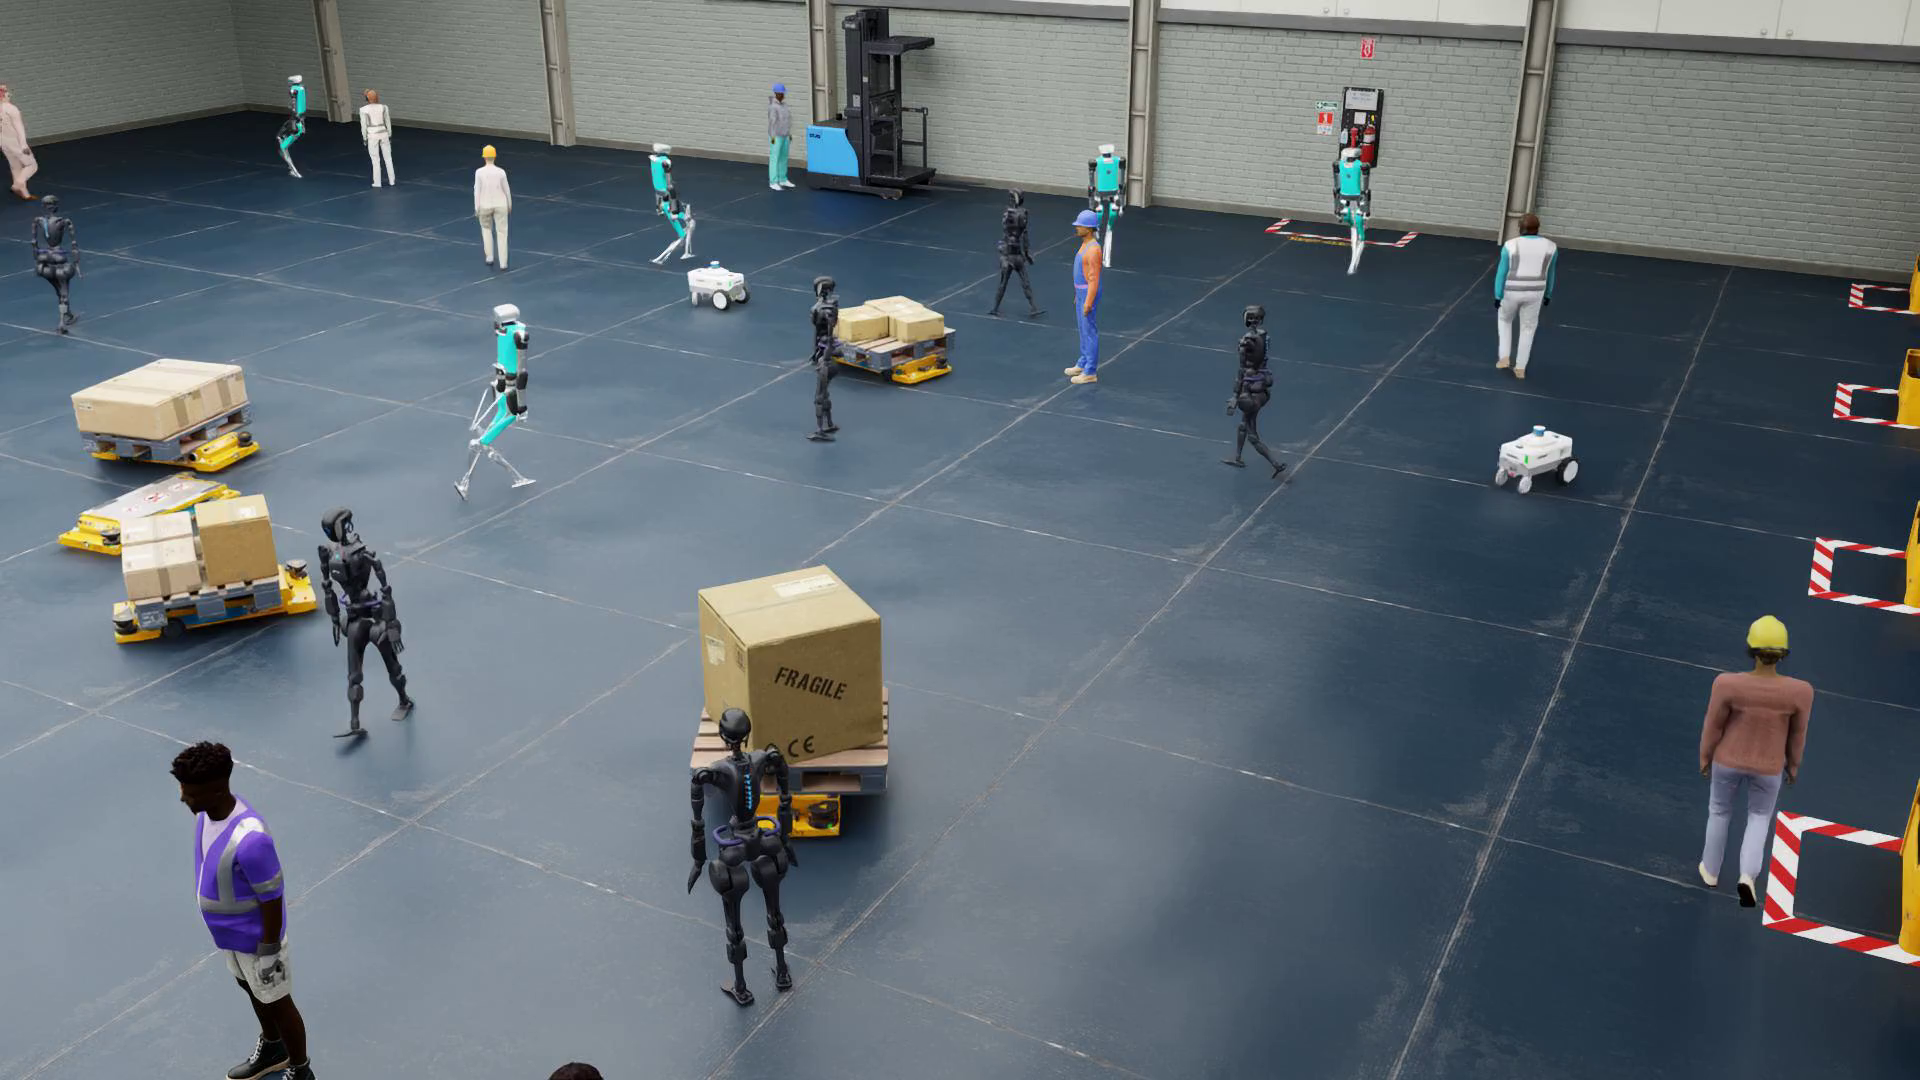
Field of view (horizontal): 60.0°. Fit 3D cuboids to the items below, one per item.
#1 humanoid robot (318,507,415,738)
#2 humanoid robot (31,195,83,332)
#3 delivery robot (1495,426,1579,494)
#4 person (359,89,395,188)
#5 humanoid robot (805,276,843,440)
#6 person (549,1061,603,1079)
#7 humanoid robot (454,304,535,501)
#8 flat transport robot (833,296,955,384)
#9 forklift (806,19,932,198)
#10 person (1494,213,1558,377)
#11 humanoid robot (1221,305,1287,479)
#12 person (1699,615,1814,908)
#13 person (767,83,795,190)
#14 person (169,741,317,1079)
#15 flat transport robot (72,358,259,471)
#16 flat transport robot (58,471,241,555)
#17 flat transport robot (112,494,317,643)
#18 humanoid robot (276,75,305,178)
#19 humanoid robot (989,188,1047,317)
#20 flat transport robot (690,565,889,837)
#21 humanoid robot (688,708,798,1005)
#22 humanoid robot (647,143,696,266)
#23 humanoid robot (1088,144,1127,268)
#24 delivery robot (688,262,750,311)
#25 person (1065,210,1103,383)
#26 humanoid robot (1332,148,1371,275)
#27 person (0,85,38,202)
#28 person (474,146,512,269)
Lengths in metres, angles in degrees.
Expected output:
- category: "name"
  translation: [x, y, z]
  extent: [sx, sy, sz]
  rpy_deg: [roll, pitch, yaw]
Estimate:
- category: "humanoid robot"
  translation: [-3.995, 0.547, 11.140]
  extent: [0.600, 1.632, 0.710]
  rpy_deg: [8, 25, 18]
- category: "humanoid robot"
  translation: [-11.021, -3.355, 20.240]
  extent: [0.590, 1.631, 0.758]
  rpy_deg: [1, 23, 2]
- category: "delivery robot"
  translation: [5.416, -0.778, 15.616]
  extent: [0.784, 0.599, 0.499]
  rpy_deg: [-15, 28, -31]
- category: "person"
  translation: [-9.933, -6.852, 28.369]
  extent: [0.514, 1.644, 0.307]
  rpy_deg: [-17, 29, -34]
- category: "humanoid robot"
  translation: [-1.397, -1.840, 16.653]
  extent: [0.409, 1.647, 0.602]
  rpy_deg: [-6, 24, -14]
- category: "person"
  translation: [-1.320, 2.634, 5.941]
  extent: [0.397, 1.919, 0.589]
  rpy_deg: [14, 27, 30]
- category: "humanoid robot"
  translation: [-4.355, -1.219, 15.170]
  extent: [0.937, 1.779, 0.548]
  rpy_deg: [-17, 29, -35]
- category: "flat transport robot"
  translation: [-0.833, -2.070, 18.981]
  extent: [1.431, 0.231, 0.659]
  rpy_deg: [20, 30, 39]
- category: "forklift"
  translation: [-1.573, -7.292, 27.850]
  extent: [1.873, 2.768, 1.129]
  rpy_deg: [12, 26, 25]
- category: "person"
  translation: [6.278, -2.740, 18.577]
  extent: [0.649, 1.820, 0.539]
  rpy_deg: [3, 23, 6]
- category: "humanoid robot"
  translation: [2.823, -1.395, 15.693]
  extent: [0.743, 1.646, 0.600]
  rpy_deg: [16, 28, 33]
- category: "person"
  translation: [4.428, 1.262, 9.344]
  extent: [0.534, 1.746, 0.526]
  rpy_deg: [9, 25, 20]
- category: "person"
  translation: [-3.052, -6.842, 28.200]
  extent: [0.368, 1.768, 0.545]
  rpy_deg: [13, 26, 27]
- category: "person"
  translation: [-3.360, 1.807, 7.810]
  extent: [0.361, 1.962, 0.612]
  rpy_deg: [-21, 31, -40]
- category: "flat transport robot"
  translation: [-7.710, -0.921, 16.306]
  extent: [1.431, 0.231, 0.659]
  rpy_deg: [7, 24, 15]
- category: "flat transport robot"
  translation: [-7.160, -0.246, 14.735]
  extent: [0.659, 0.231, 1.431]
  rpy_deg: [9, 25, 20]
- category: "flat transport robot"
  translation: [-5.872, 0.459, 13.094]
  extent: [1.431, 0.231, 0.659]
  rpy_deg: [-11, 26, -24]
- category: "humanoid robot"
  translation: [-11.785, -7.218, 29.114]
  extent: [0.820, 1.789, 0.597]
  rpy_deg: [-1, 23, -3]
- category: "humanoid robot"
  translation: [0.723, -3.557, 20.696]
  extent: [0.765, 1.625, 0.599]
  rpy_deg: [15, 28, 31]
- category: "flat transport robot"
  translation: [-1.063, 1.463, 10.756]
  extent: [0.659, 0.231, 1.431]
  rpy_deg: [-1, 23, -1]
- category: "humanoid robot"
  translation: [-1.117, 1.619, 8.591]
  extent: [0.599, 1.657, 0.315]
  rpy_deg: [-12, 26, -25]
- category: "humanoid robot"
  translation: [-3.949, -4.653, 23.138]
  extent: [1.023, 1.736, 0.555]
  rpy_deg: [-17, 29, -34]
- category: "humanoid robot"
  translation: [1.986, -4.649, 23.224]
  extent: [0.556, 1.858, 0.855]
  rpy_deg: [-3, 23, -7]
- category: "delivery robot"
  translation: [-3.133, -3.281, 21.431]
  extent: [0.751, 0.587, 0.525]
  rpy_deg: [12, 26, 27]
- category: "person"
  translation: [1.388, -2.684, 18.335]
  extent: [0.363, 1.910, 0.515]
  rpy_deg: [-3, 23, -7]
- category: "humanoid robot"
  translation: [5.448, -4.548, 22.876]
  extent: [0.552, 1.737, 0.893]
  rpy_deg: [15, 28, 31]
- category: "person"
  translation: [-15.431, -6.451, 27.120]
  extent: [0.673, 1.890, 0.473]
  rpy_deg: [11, 26, 24]
- category: "person"
  translation: [-6.512, -4.647, 23.196]
  extent: [0.509, 1.667, 0.701]
  rpy_deg: [-7, 24, -15]
